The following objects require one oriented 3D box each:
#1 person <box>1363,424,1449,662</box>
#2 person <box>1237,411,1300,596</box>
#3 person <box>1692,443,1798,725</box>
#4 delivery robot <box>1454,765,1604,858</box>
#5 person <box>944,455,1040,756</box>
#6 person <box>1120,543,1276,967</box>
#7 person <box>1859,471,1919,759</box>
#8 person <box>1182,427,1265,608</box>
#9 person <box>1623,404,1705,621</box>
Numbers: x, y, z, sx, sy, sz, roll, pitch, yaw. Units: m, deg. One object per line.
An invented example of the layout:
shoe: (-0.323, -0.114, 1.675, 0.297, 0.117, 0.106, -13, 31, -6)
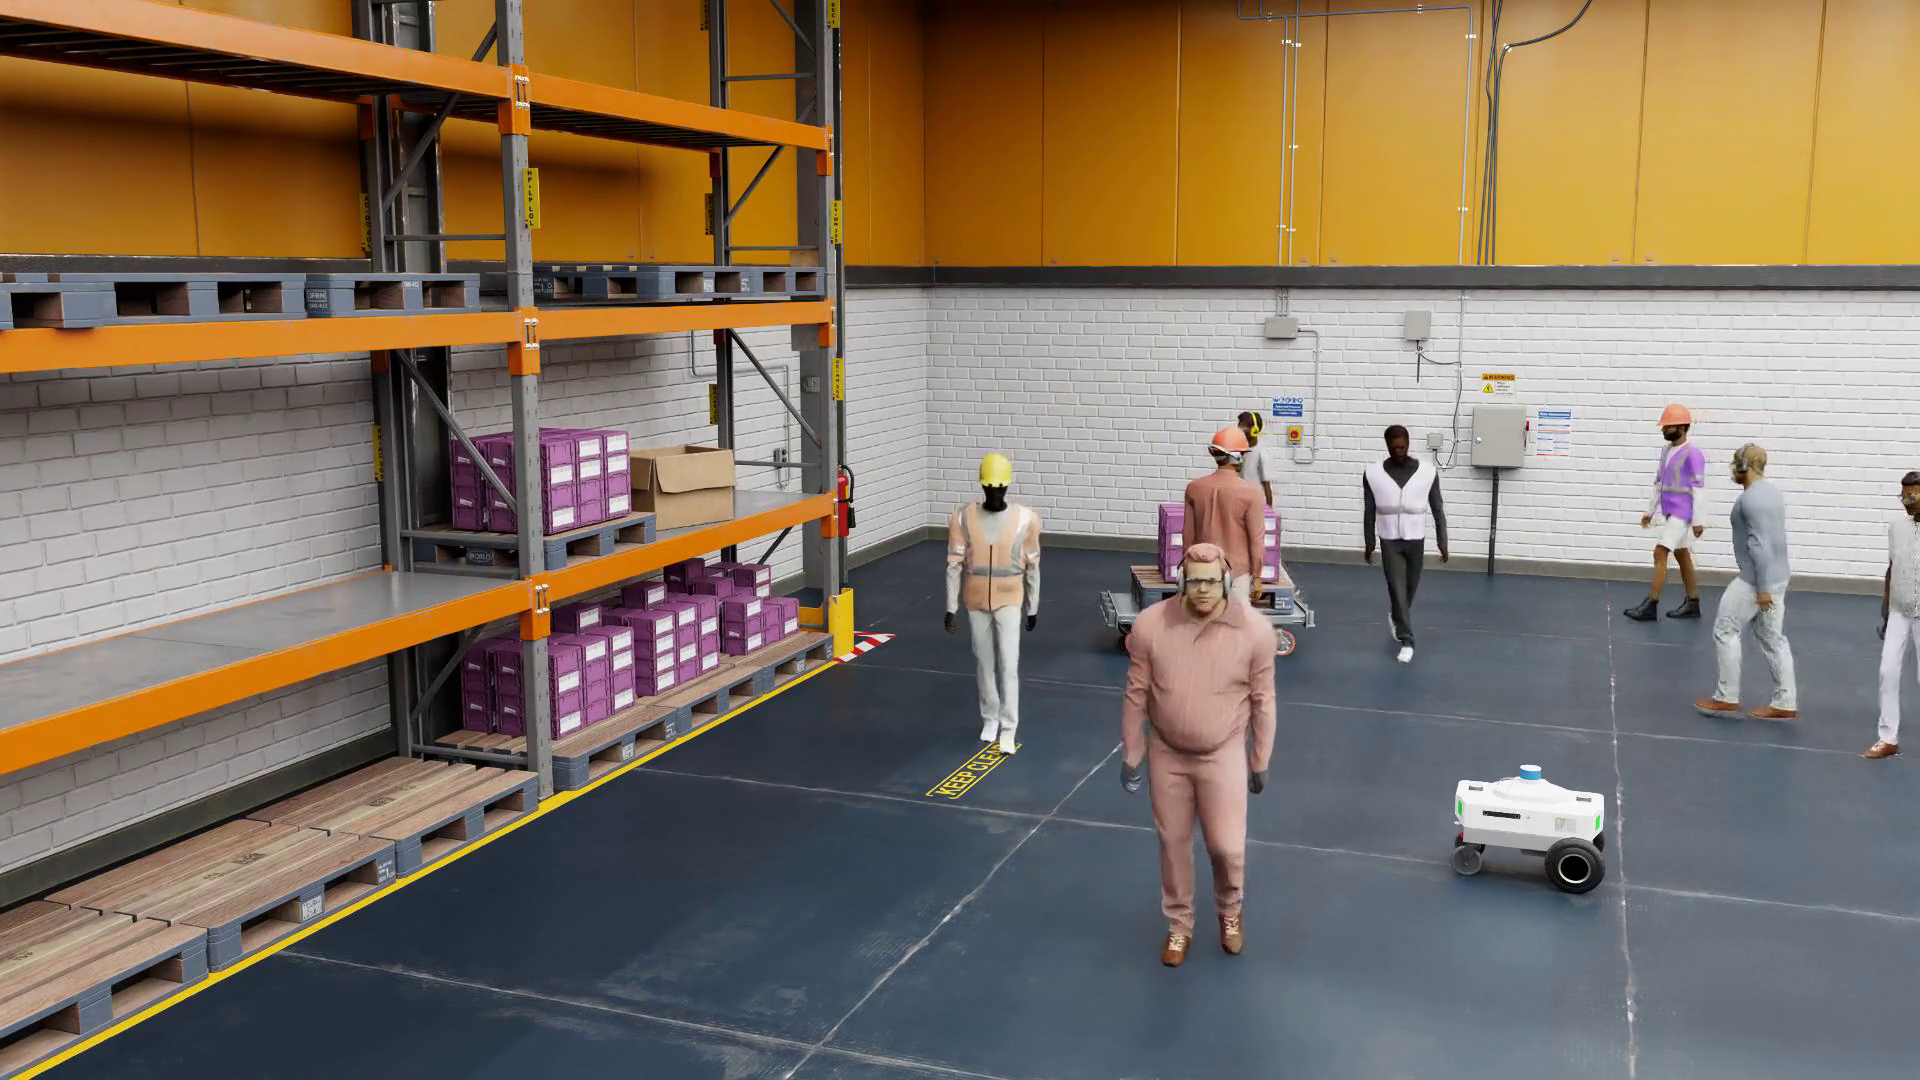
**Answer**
person: (3.570, -0.019, 13.392, 0.663, 1.865, 0.957, 2, 9, 11)
person: (2.672, -0.265, 15.079, 0.971, 1.834, 0.535, -2, 9, -11)
person: (5.415, 0.293, 11.357, 0.775, 1.886, 0.628, 8, 12, 40)
delivery robot: (2.870, 1.381, 8.403, 0.707, 0.478, 0.477, 3, 10, 20)
person: (0.195, 0.416, 10.574, 0.594, 1.897, 0.840, 2, 9, 10)
person: (1.029, 0.945, 7.268, 0.661, 1.894, 0.415, 3, 9, 17)
person: (6.080, 0.465, 10.472, 0.819, 1.832, 0.521, -5, 10, -26)
person: (1.839, 0.208, 11.561, 0.612, 1.991, 0.392, 6, 11, 35)
person: (6.188, -0.236, 14.611, 0.862, 1.900, 0.548, 0, 9, 1)
